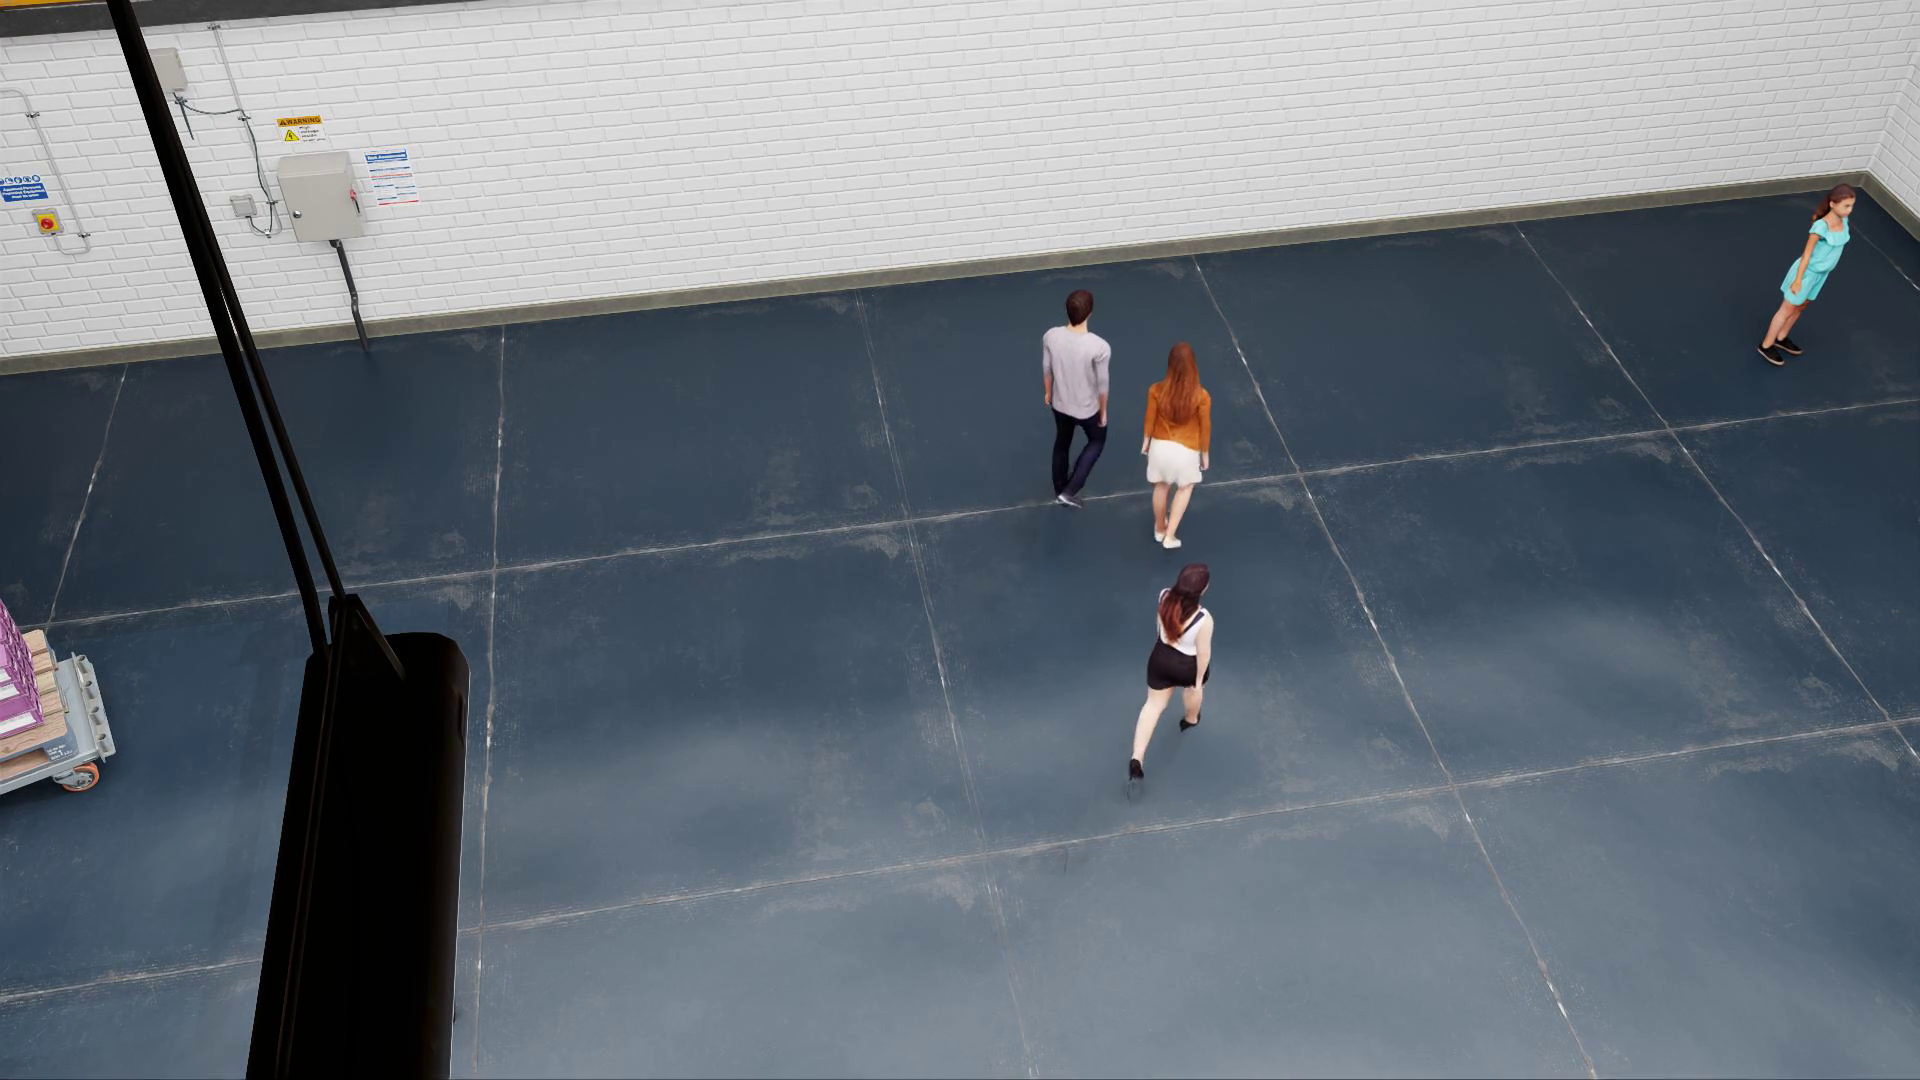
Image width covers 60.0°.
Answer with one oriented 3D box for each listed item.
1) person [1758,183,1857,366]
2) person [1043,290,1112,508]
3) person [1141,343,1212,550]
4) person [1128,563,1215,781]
[{"bbox_3d":[6.703,-2.114,13.100,0.619,1.558,0.631,-23,48,-23],"label":"person"},{"bbox_3d":[0.778,-0.907,11.635,0.833,1.831,0.885,21,47,20],"label":"person"},{"bbox_3d":[1.456,-0.562,11.364,0.786,1.704,0.845,13,45,13],"label":"person"},{"bbox_3d":[1.258,0.796,10.003,0.991,1.615,1.075,23,48,23],"label":"person"}]
